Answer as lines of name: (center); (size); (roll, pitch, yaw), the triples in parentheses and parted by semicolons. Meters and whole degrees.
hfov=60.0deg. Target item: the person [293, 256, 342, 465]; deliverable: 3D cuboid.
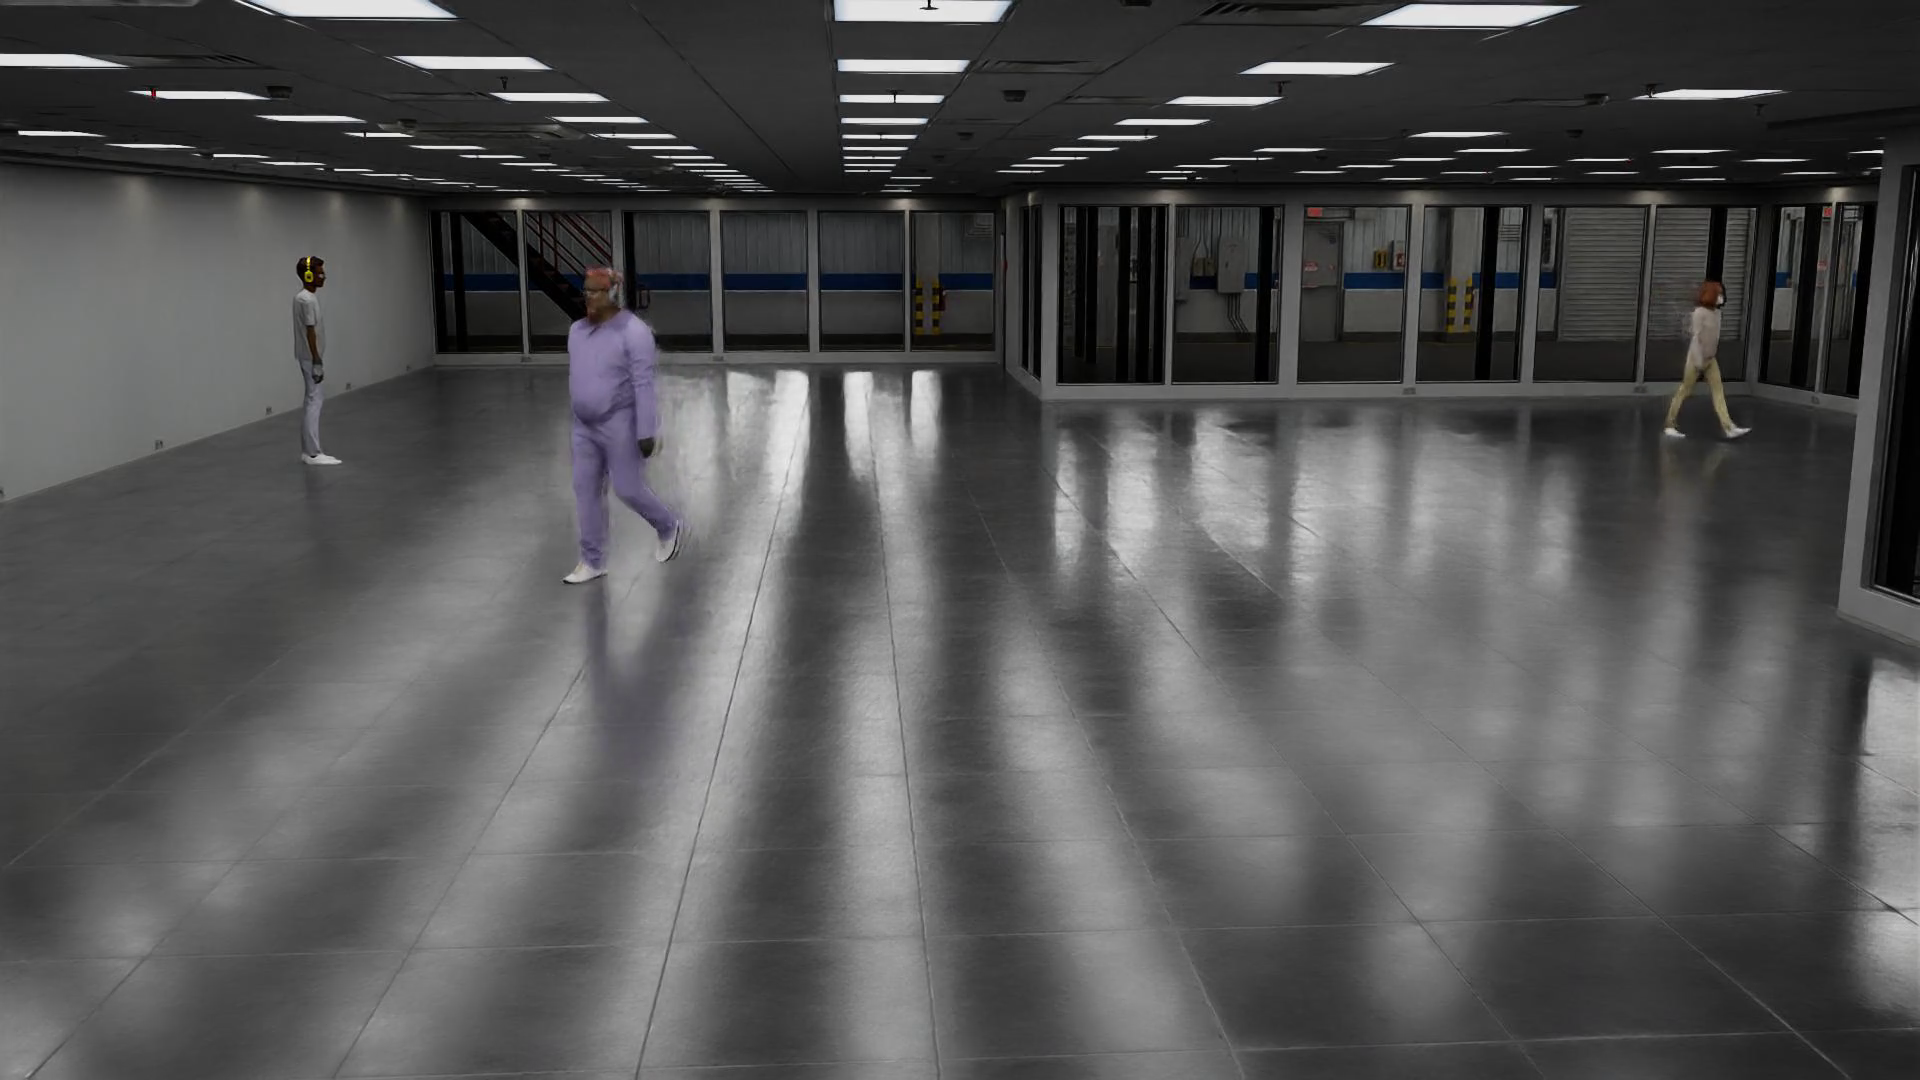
person: (-5.803, -1.603, 14.941); (0.323, 1.870, 0.518); (-5, 12, -27)

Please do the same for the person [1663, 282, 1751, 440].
person: (7.507, -1.788, 16.692); (0.532, 1.583, 0.876); (-7, 13, -34)

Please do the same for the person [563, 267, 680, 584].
person: (-2.080, -0.706, 10.063); (0.650, 1.884, 0.787); (6, 12, 30)
